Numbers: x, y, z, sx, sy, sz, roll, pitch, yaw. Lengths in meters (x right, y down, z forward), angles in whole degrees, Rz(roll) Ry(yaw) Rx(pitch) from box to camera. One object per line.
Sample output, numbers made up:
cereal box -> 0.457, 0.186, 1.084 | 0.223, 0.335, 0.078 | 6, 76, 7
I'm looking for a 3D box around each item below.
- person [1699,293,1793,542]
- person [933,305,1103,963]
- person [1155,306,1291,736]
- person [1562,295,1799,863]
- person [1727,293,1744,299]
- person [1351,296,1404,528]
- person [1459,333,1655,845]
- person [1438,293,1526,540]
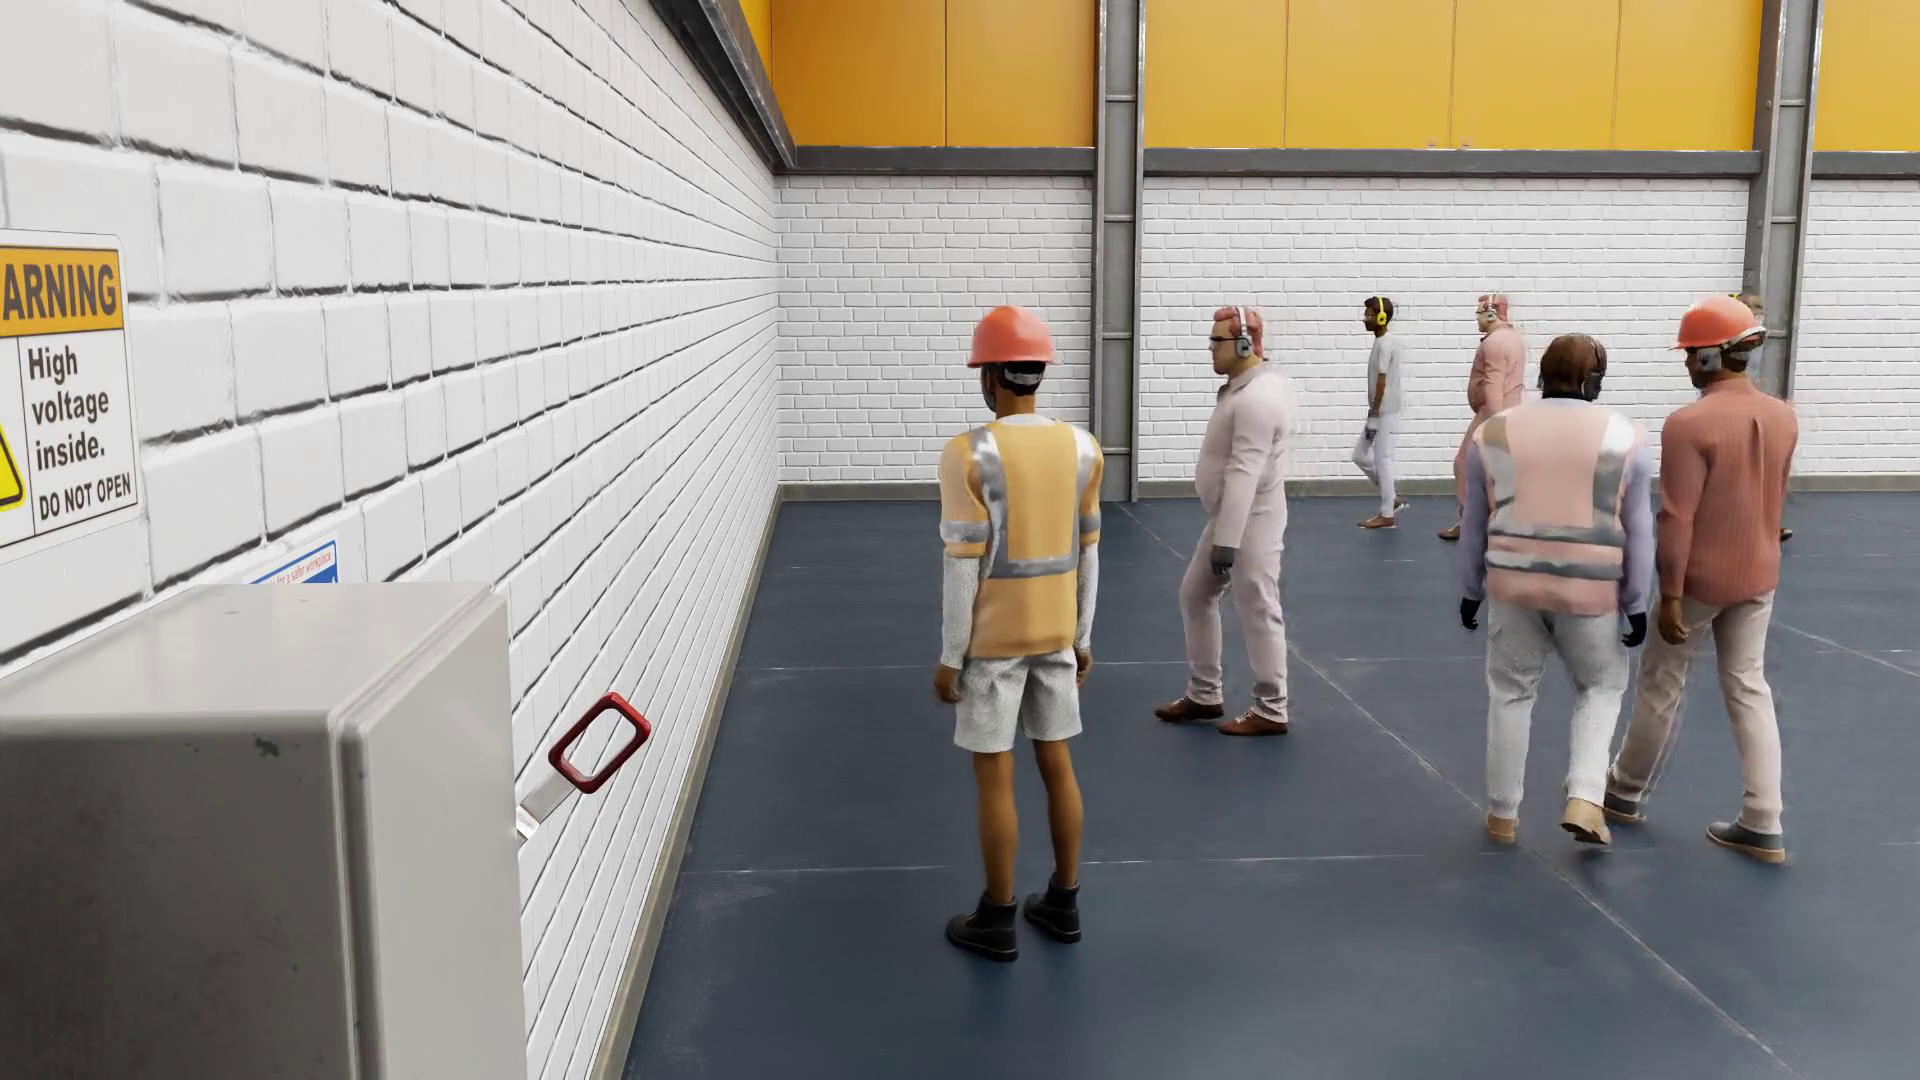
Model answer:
person -> 5.830, -0.898, 12.482 | 0.645, 1.881, 1.015 | -4, 10, -23
person -> 0.154, 0.275, 4.959 | 0.551, 1.933, 0.377 | -6, 11, -32
person -> 1.129, -0.067, 7.250 | 0.719, 1.880, 0.687 | 0, 9, 3
person -> 2.632, 0.117, 5.916 | 0.647, 1.956, 0.855 | -3, 10, -21
person -> 6.624, -1.187, 14.346 | 0.313, 1.869, 0.539 | 4, 10, 24
person -> 3.326, -1.002, 13.231 | 0.405, 1.856, 0.504 | 1, 9, 7
person -> 2.073, 0.197, 5.819 | 0.653, 1.825, 0.432 | 5, 10, 26
person -> 3.953, -0.914, 12.575 | 0.718, 1.879, 0.685 | 6, 11, 34
